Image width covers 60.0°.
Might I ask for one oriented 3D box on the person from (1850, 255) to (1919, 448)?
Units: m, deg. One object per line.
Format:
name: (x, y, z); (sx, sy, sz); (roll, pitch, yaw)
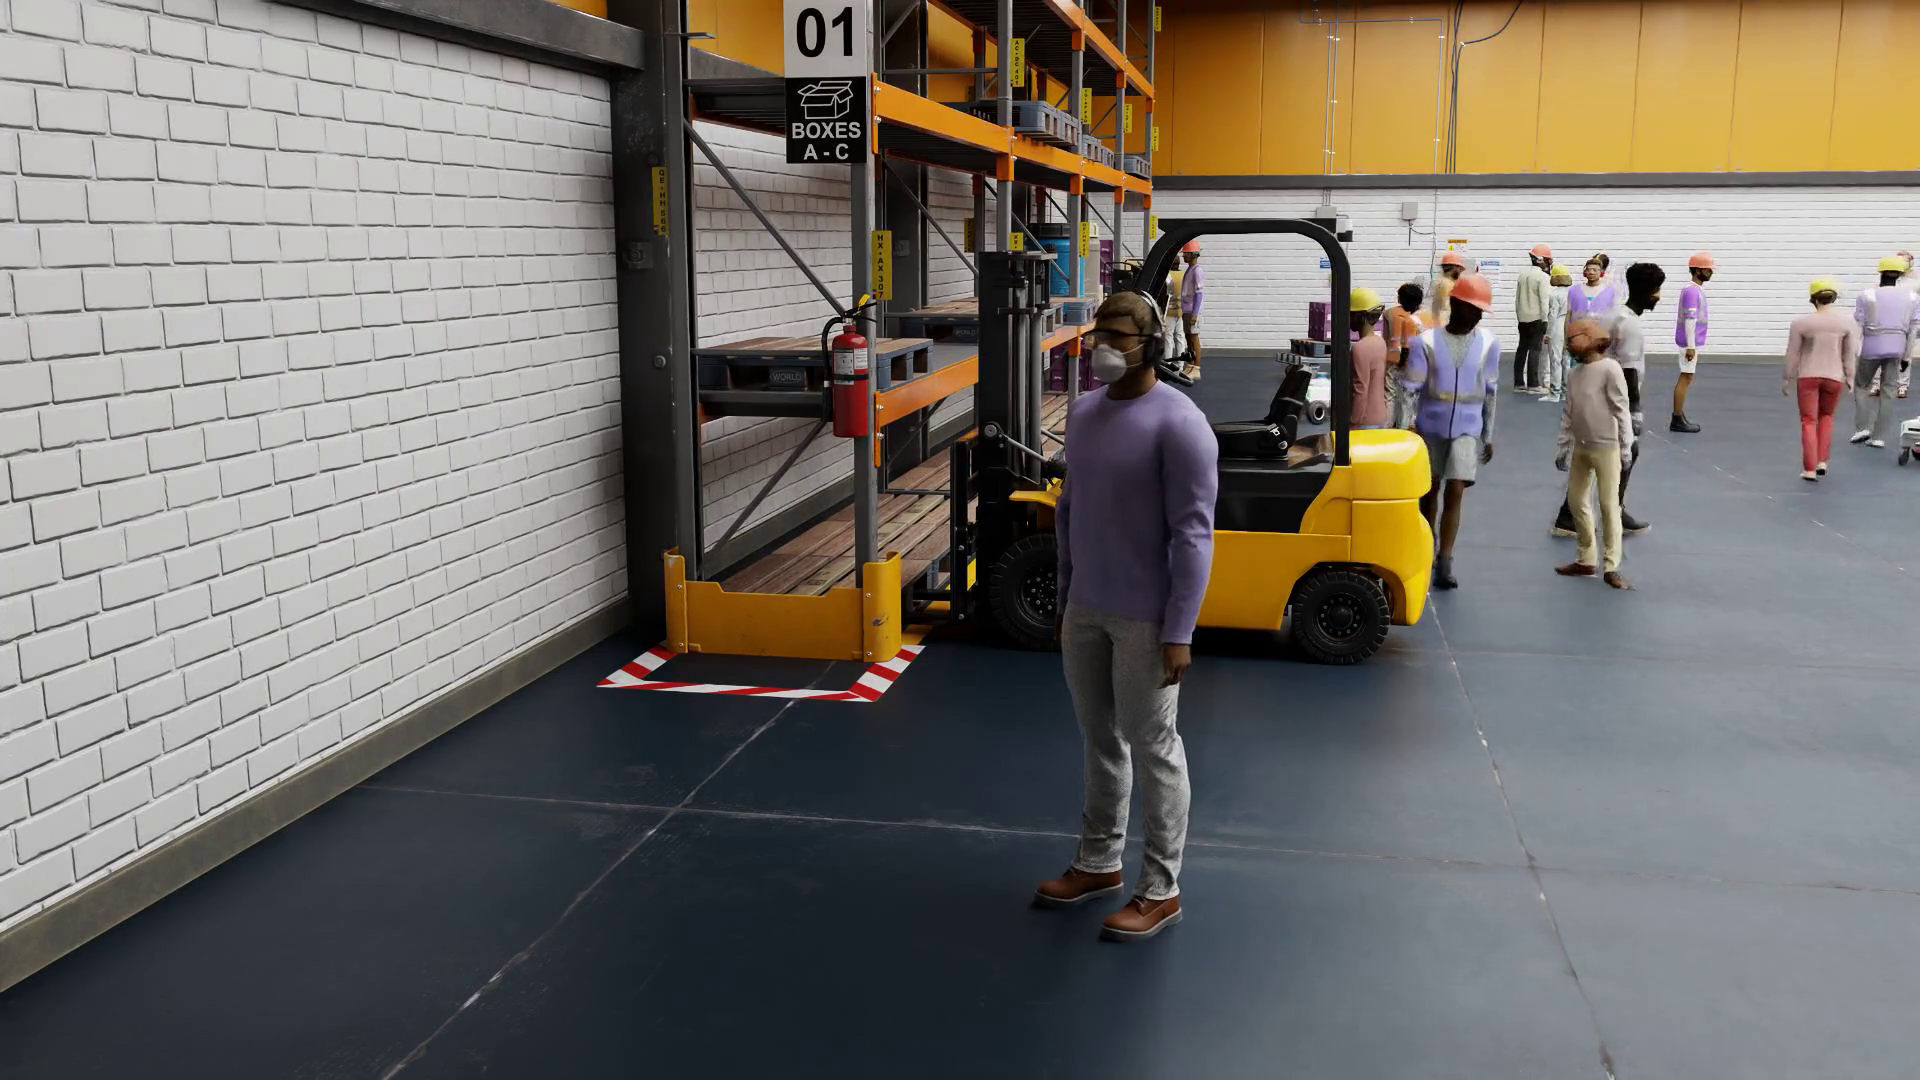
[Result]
person: (9.180, -1.881, 16.609); (0.625, 1.904, 0.556); (2, 10, 10)

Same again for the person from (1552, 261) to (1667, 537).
person: (4.524, -0.950, 11.473); (0.782, 1.915, 0.622); (3, 11, 17)

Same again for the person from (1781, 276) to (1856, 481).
person: (7.401, -1.395, 14.373); (0.560, 1.743, 0.557); (2, 11, 11)

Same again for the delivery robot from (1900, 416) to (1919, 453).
delivery robot: (8.960, -1.005, 15.272); (0.707, 0.478, 0.477); (-8, 13, -36)

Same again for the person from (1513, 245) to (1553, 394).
person: (7.691, -2.950, 22.269); (0.404, 1.983, 0.616); (-3, 11, -16)

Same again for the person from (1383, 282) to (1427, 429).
person: (4.541, -1.811, 17.008); (0.508, 1.628, 0.319); (8, 13, 38)

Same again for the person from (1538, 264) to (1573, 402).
person: (7.623, -2.635, 21.209); (0.484, 1.744, 0.300); (-8, 13, -36)

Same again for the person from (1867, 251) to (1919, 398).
person: (12.234, -2.810, 21.717); (0.642, 1.909, 0.410); (10, 14, 43)

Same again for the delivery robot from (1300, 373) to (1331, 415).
delivery robot: (4.075, -1.652, 18.823); (0.707, 0.478, 0.477); (-6, 12, -30)

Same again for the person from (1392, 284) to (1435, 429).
person: (4.426, -1.660, 16.126); (0.875, 1.635, 0.568); (7, 12, 33)

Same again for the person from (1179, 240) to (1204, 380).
person: (3.383, -3.376, 24.447); (0.375, 2.044, 0.607); (-1, 10, -8)

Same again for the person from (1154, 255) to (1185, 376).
person: (3.173, -3.377, 25.007); (0.625, 1.844, 0.429); (-8, 13, -36)

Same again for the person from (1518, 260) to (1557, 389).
person: (7.997, -2.993, 22.902); (0.625, 1.844, 0.429); (3, 11, 14)

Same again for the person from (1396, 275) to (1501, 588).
person: (2.962, -0.676, 10.149); (0.606, 1.863, 1.039); (2, 11, 10)

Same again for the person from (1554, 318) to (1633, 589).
person: (3.829, -0.522, 10.018); (0.325, 1.598, 0.629); (-3, 11, -17)

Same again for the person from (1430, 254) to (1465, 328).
person: (5.869, -2.494, 20.081); (0.411, 1.890, 0.622); (1, 10, 7)

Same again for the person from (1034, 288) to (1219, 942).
person: (0.491, 0.222, 5.008); (0.365, 1.939, 0.634); (-7, 13, -34)

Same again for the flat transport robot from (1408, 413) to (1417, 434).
flat transport robot: (4.846, -1.130, 16.992); (0.652, 0.197, 1.431); (5, 11, 25)

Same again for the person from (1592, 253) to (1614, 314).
person: (8.504, -2.888, 22.278); (0.595, 1.859, 0.354); (-9, 13, -40)

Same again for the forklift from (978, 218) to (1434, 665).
forklift: (1.285, -0.567, 8.635); (2.313, 2.155, 1.214); (2, 11, 11)

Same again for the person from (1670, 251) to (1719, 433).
person: (7.896, -2.127, 17.892); (0.375, 1.935, 0.550); (5, 11, 25)

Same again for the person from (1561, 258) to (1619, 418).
person: (7.169, -2.276, 18.946); (0.565, 1.850, 0.390); (6, 12, 30)

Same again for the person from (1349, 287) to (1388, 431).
person: (2.609, -0.756, 10.846); (0.328, 1.767, 0.532); (6, 12, 29)
